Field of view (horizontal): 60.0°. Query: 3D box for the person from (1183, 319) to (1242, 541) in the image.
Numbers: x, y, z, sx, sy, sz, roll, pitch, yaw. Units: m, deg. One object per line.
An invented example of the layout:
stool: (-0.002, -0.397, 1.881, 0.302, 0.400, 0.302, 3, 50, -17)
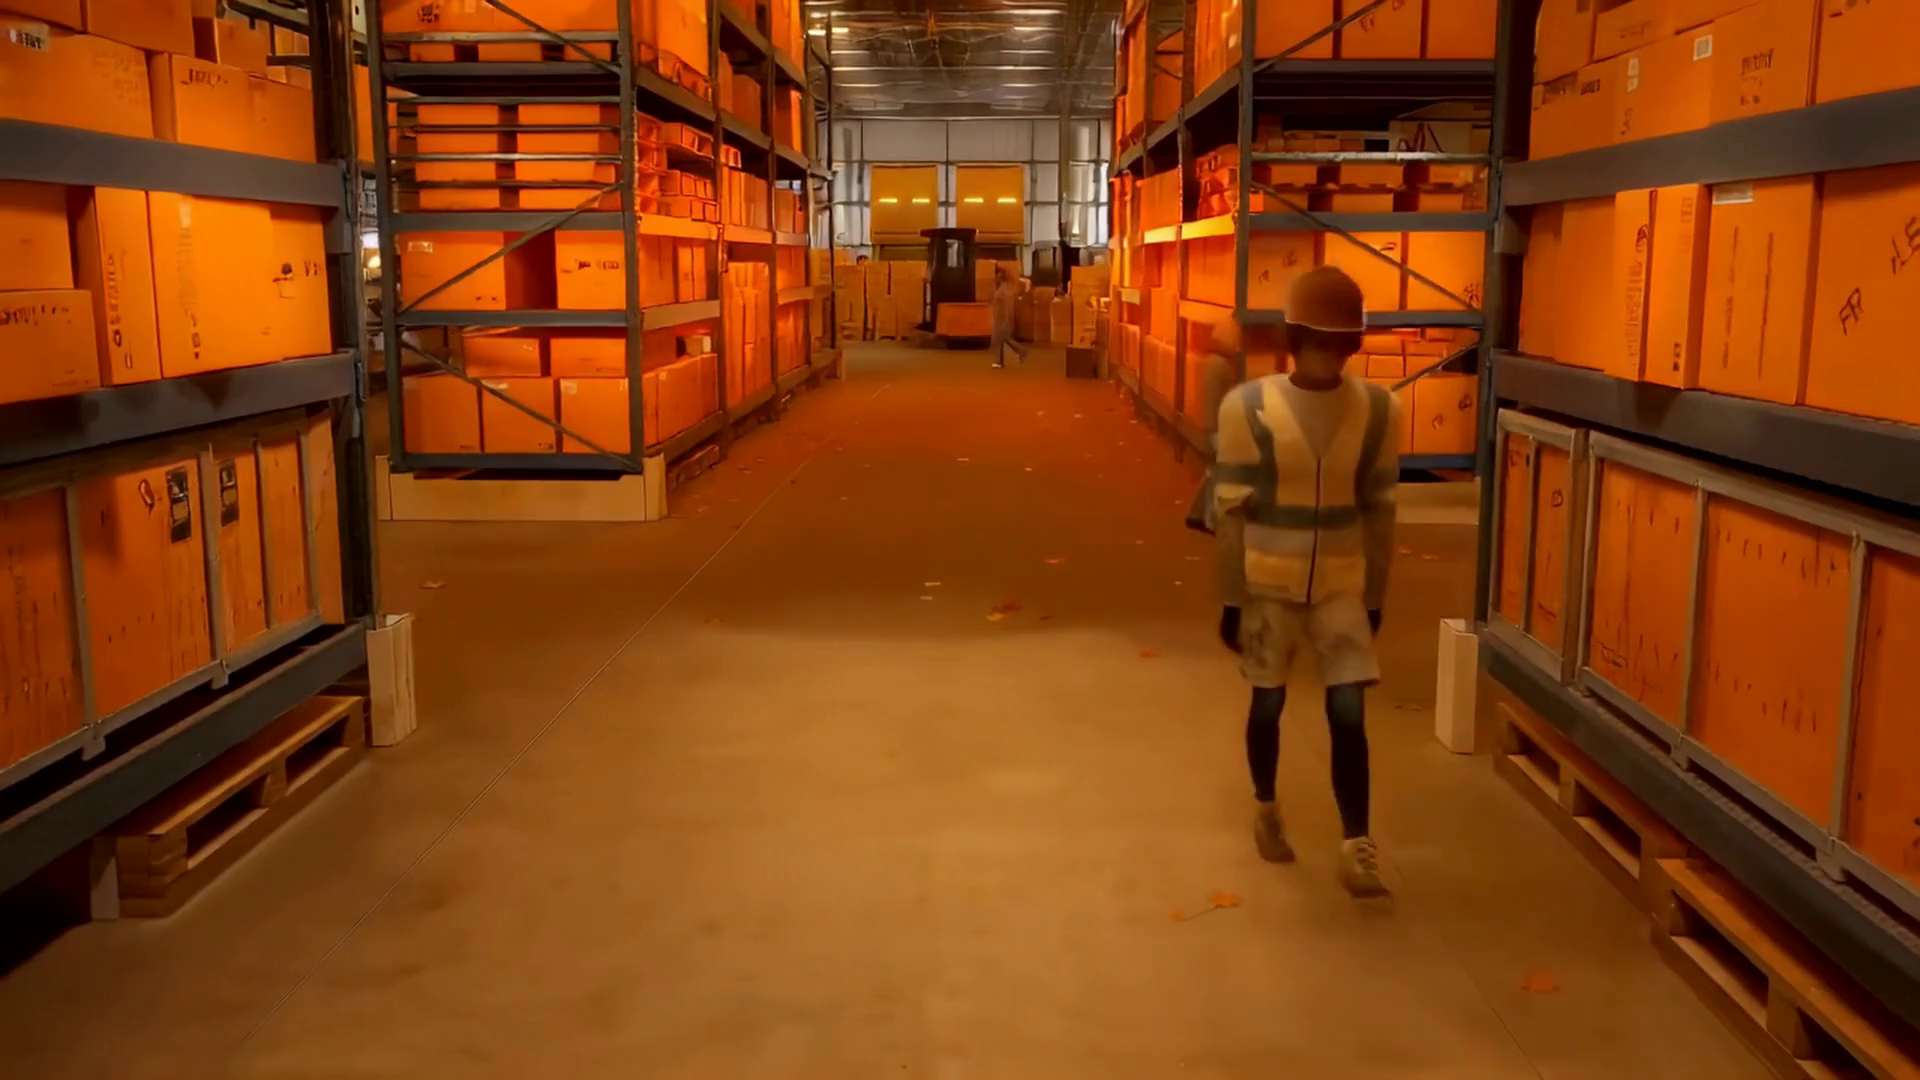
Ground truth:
person: (1.895, -0.808, 12.192, 0.541, 1.614, 0.517, 4, 10, 22)

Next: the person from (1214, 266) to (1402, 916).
person: (1.109, 0.164, 5.218, 0.614, 2.004, 0.976, 0, 9, -1)

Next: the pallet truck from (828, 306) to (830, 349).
pallet truck: (-3.100, -3.940, 29.800, 1.885, 1.965, 0.823, 3, 10, 19)

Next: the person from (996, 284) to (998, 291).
person: (1.531, -8.208, 55.670, 1.003, 1.890, 0.646, -2, 10, -13)

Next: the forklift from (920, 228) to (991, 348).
forklift: (-0.079, -5.964, 39.288, 1.129, 2.768, 1.873, -4, 10, -23)

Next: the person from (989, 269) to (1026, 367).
person: (0.910, -4.247, 31.950, 0.631, 1.895, 0.642, 0, 9, 2)

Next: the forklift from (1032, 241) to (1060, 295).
forklift: (3.181, -9.726, 61.818, 1.129, 2.768, 1.873, 0, 9, 1)
